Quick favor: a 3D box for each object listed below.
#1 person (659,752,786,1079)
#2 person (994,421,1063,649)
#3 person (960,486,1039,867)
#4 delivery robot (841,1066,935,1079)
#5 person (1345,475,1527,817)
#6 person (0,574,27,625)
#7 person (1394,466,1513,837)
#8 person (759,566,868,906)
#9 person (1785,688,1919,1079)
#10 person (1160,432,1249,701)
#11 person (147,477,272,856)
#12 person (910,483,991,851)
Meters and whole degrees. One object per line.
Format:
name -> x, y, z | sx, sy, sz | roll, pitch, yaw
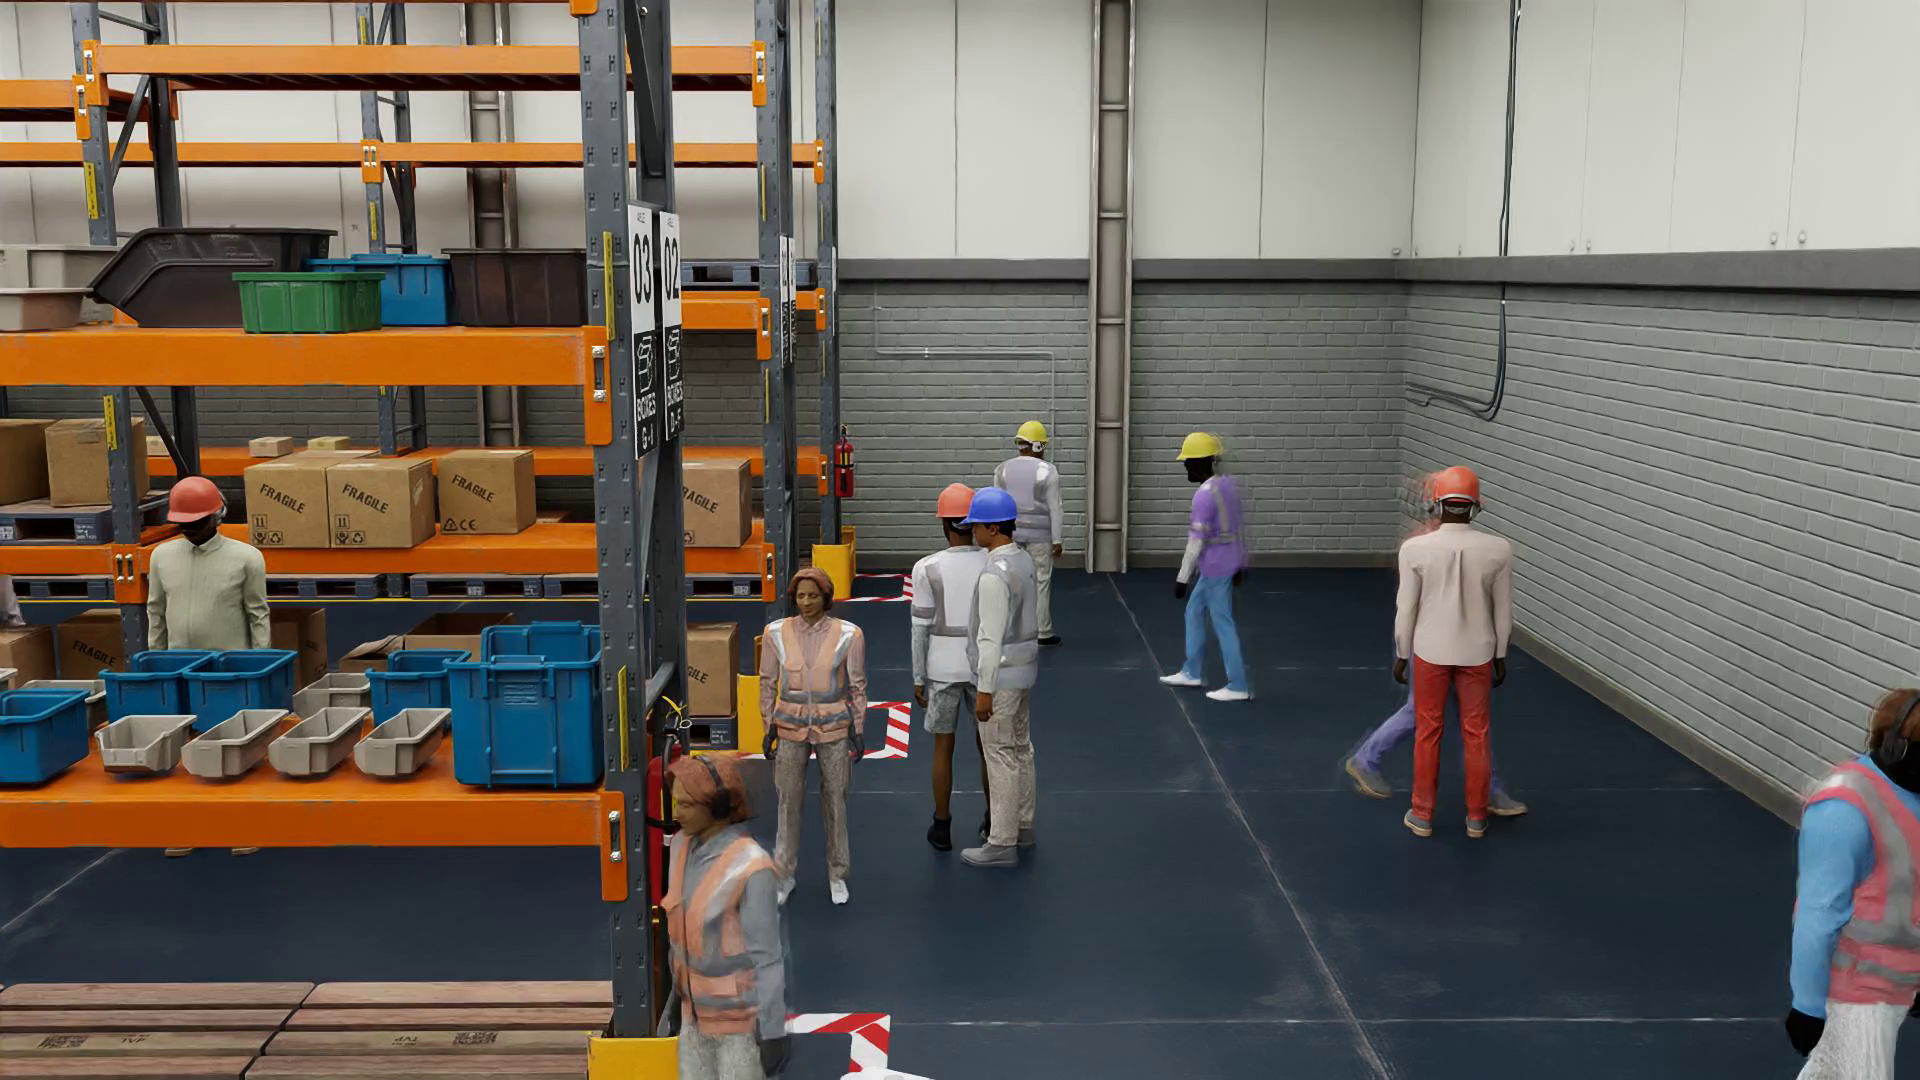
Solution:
person -> -0.667, 1.417, 5.015 | 0.529, 1.623, 0.541 | -7, 12, -39
person -> 0.565, -0.040, 13.329 | 0.587, 1.825, 0.404 | 5, 11, 30
person -> 0.204, 0.690, 8.512 | 0.412, 1.938, 0.611 | 3, 10, 17
delivery robot -> -0.317, 1.886, 5.118 | 0.477, 0.478, 0.707 | 4, 10, 23
person -> 2.668, 0.563, 9.289 | 0.975, 1.959, 0.604 | 8, 13, 42
person -> -8.103, -0.092, 13.552 | 0.987, 1.868, 0.646 | 1, 9, 4
person -> 2.627, 0.600, 8.885 | 0.609, 1.996, 0.383 | 1, 9, 9
person -> -0.697, 0.931, 7.937 | 0.515, 1.641, 0.314 | 0, 9, 2
person -> 2.759, 1.320, 5.063 | 0.648, 1.834, 0.546 | -7, 12, -37
person -> 1.711, 0.185, 11.746 | 0.818, 1.887, 0.658 | 4, 10, 21
person -> -3.877, 0.653, 8.588 | 0.611, 1.985, 0.393 | 0, 9, -2
person -> 0.007, 0.666, 8.697 | 0.547, 1.929, 0.387 | -2, 9, -9
